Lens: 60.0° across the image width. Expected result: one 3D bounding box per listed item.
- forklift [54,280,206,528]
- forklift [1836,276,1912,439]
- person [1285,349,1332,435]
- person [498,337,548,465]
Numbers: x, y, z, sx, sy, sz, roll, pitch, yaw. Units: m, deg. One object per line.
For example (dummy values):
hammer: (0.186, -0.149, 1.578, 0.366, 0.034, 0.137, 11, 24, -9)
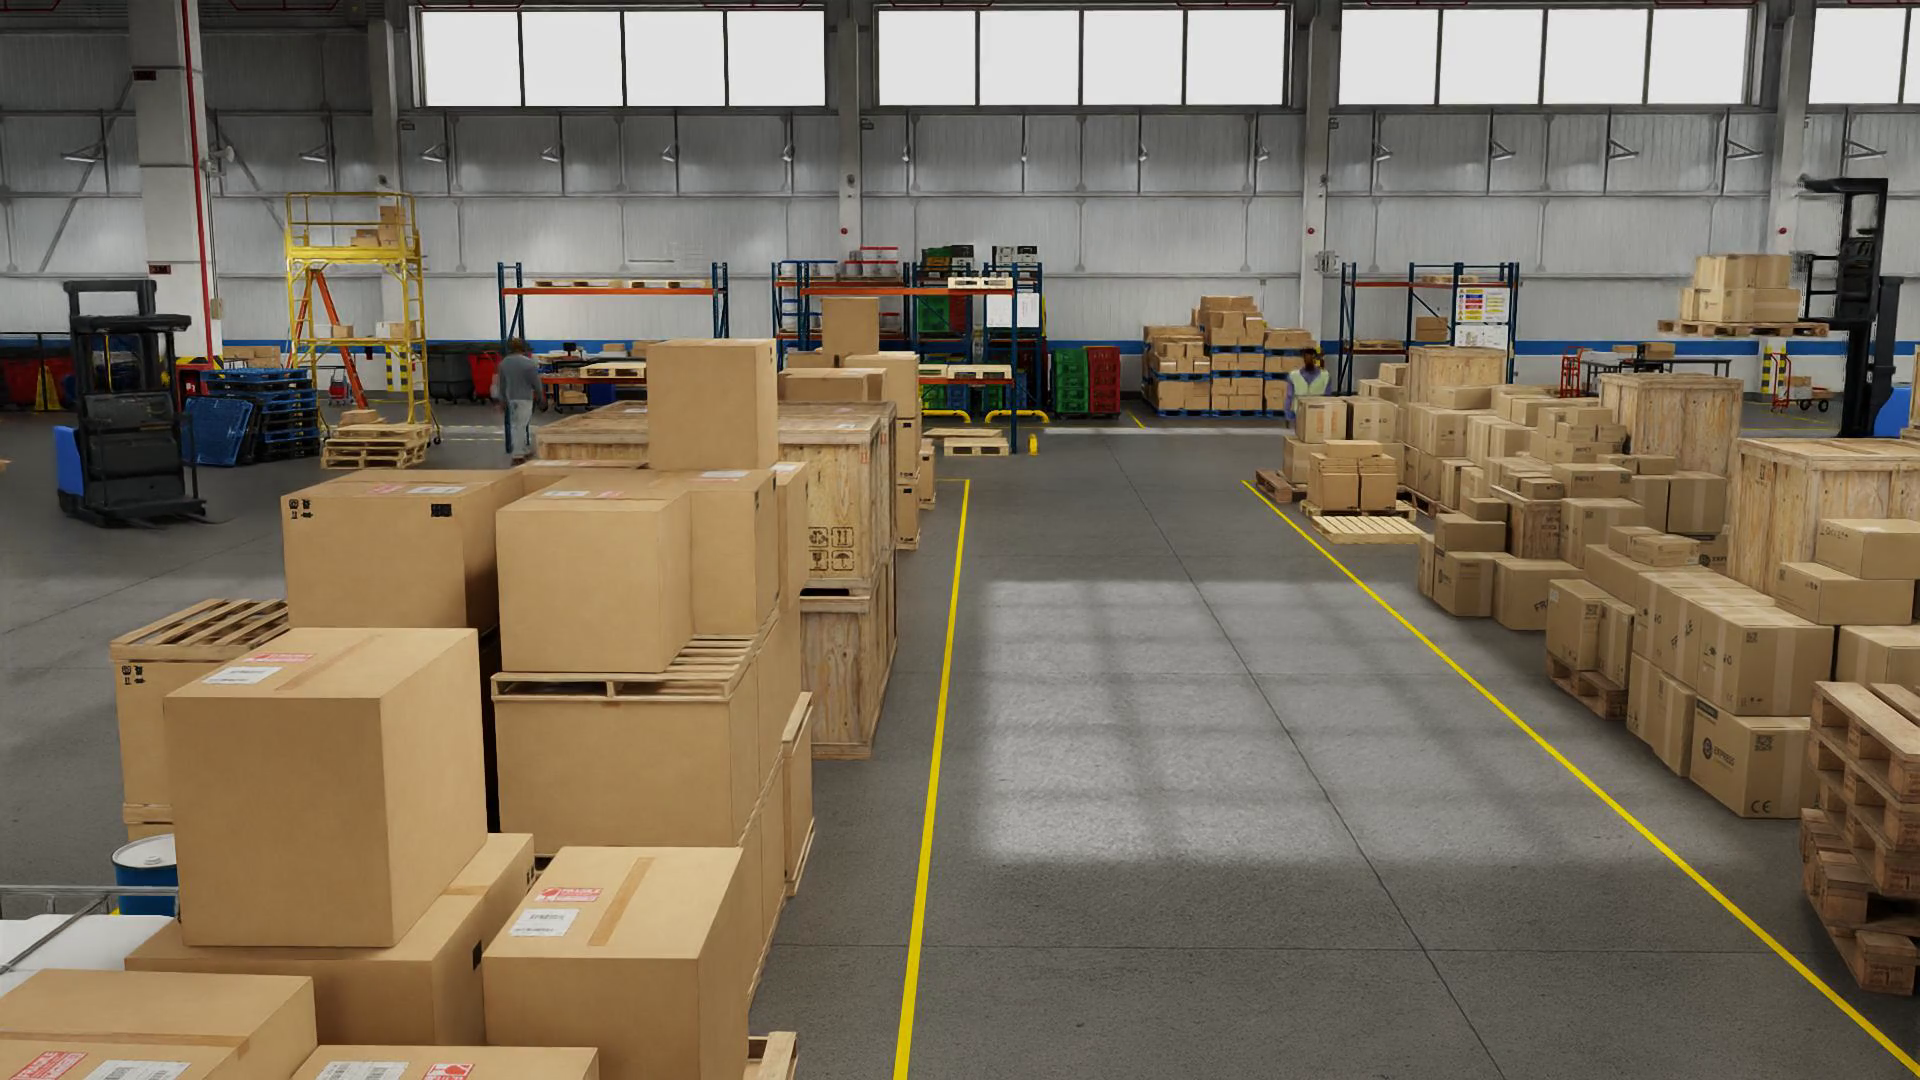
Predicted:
forklift: (-9.926, -1.670, 19.640, 1.129, 2.768, 1.873, -9, 13, -43)
forklift: (14.445, -2.792, 26.358, 1.873, 2.768, 1.129, 0, 9, 1)
person: (4.776, -1.695, 22.841, 0.613, 1.858, 1.049, 2, 10, 13)
person: (-6.570, -2.108, 25.172, 0.642, 1.897, 0.925, 4, 10, 22)
